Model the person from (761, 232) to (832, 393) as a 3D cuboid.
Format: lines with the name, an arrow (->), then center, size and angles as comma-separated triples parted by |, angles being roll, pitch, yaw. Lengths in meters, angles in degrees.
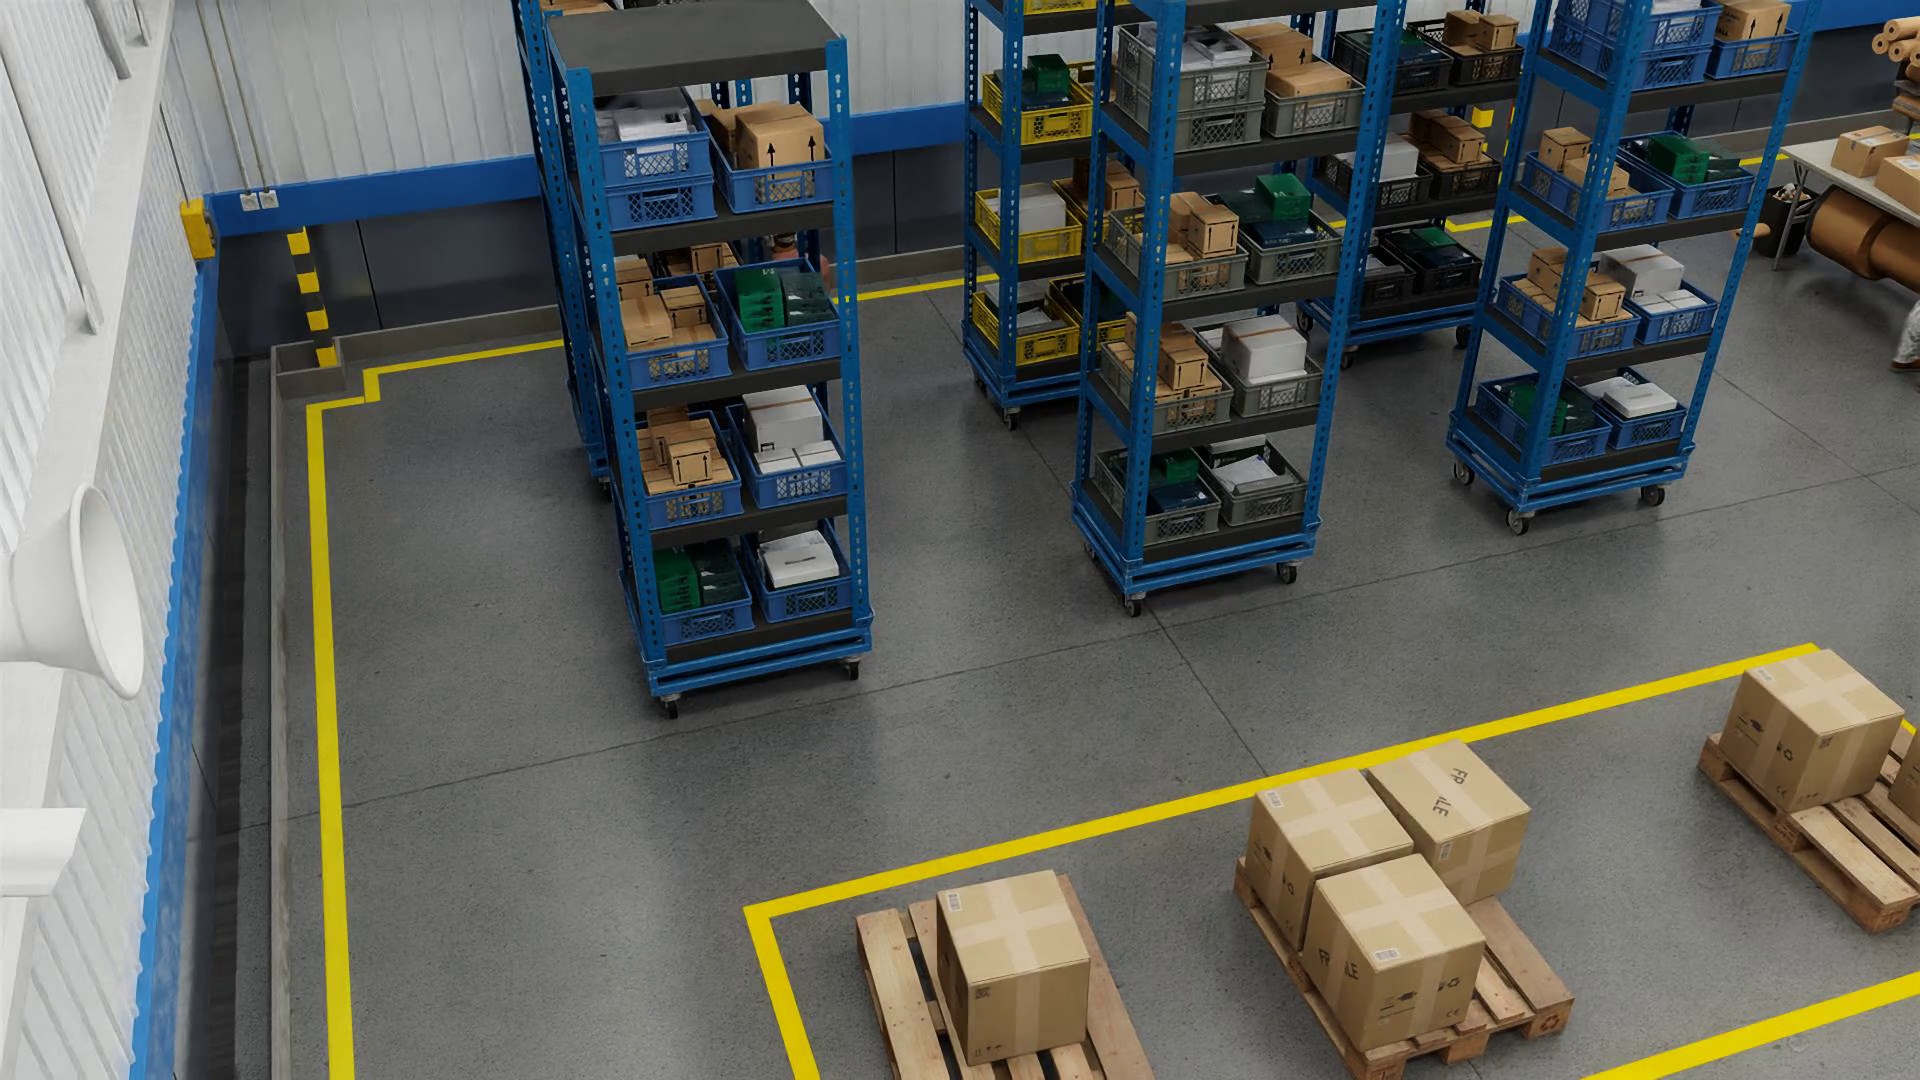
person -> -1.047, -1.137, 10.175 | 0.625, 1.980, 0.410 | -28, 44, -34

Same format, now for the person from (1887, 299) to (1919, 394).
person -> 6.876, -1.921, 11.332 | 0.376, 1.931, 0.626 | -5, 36, -7
